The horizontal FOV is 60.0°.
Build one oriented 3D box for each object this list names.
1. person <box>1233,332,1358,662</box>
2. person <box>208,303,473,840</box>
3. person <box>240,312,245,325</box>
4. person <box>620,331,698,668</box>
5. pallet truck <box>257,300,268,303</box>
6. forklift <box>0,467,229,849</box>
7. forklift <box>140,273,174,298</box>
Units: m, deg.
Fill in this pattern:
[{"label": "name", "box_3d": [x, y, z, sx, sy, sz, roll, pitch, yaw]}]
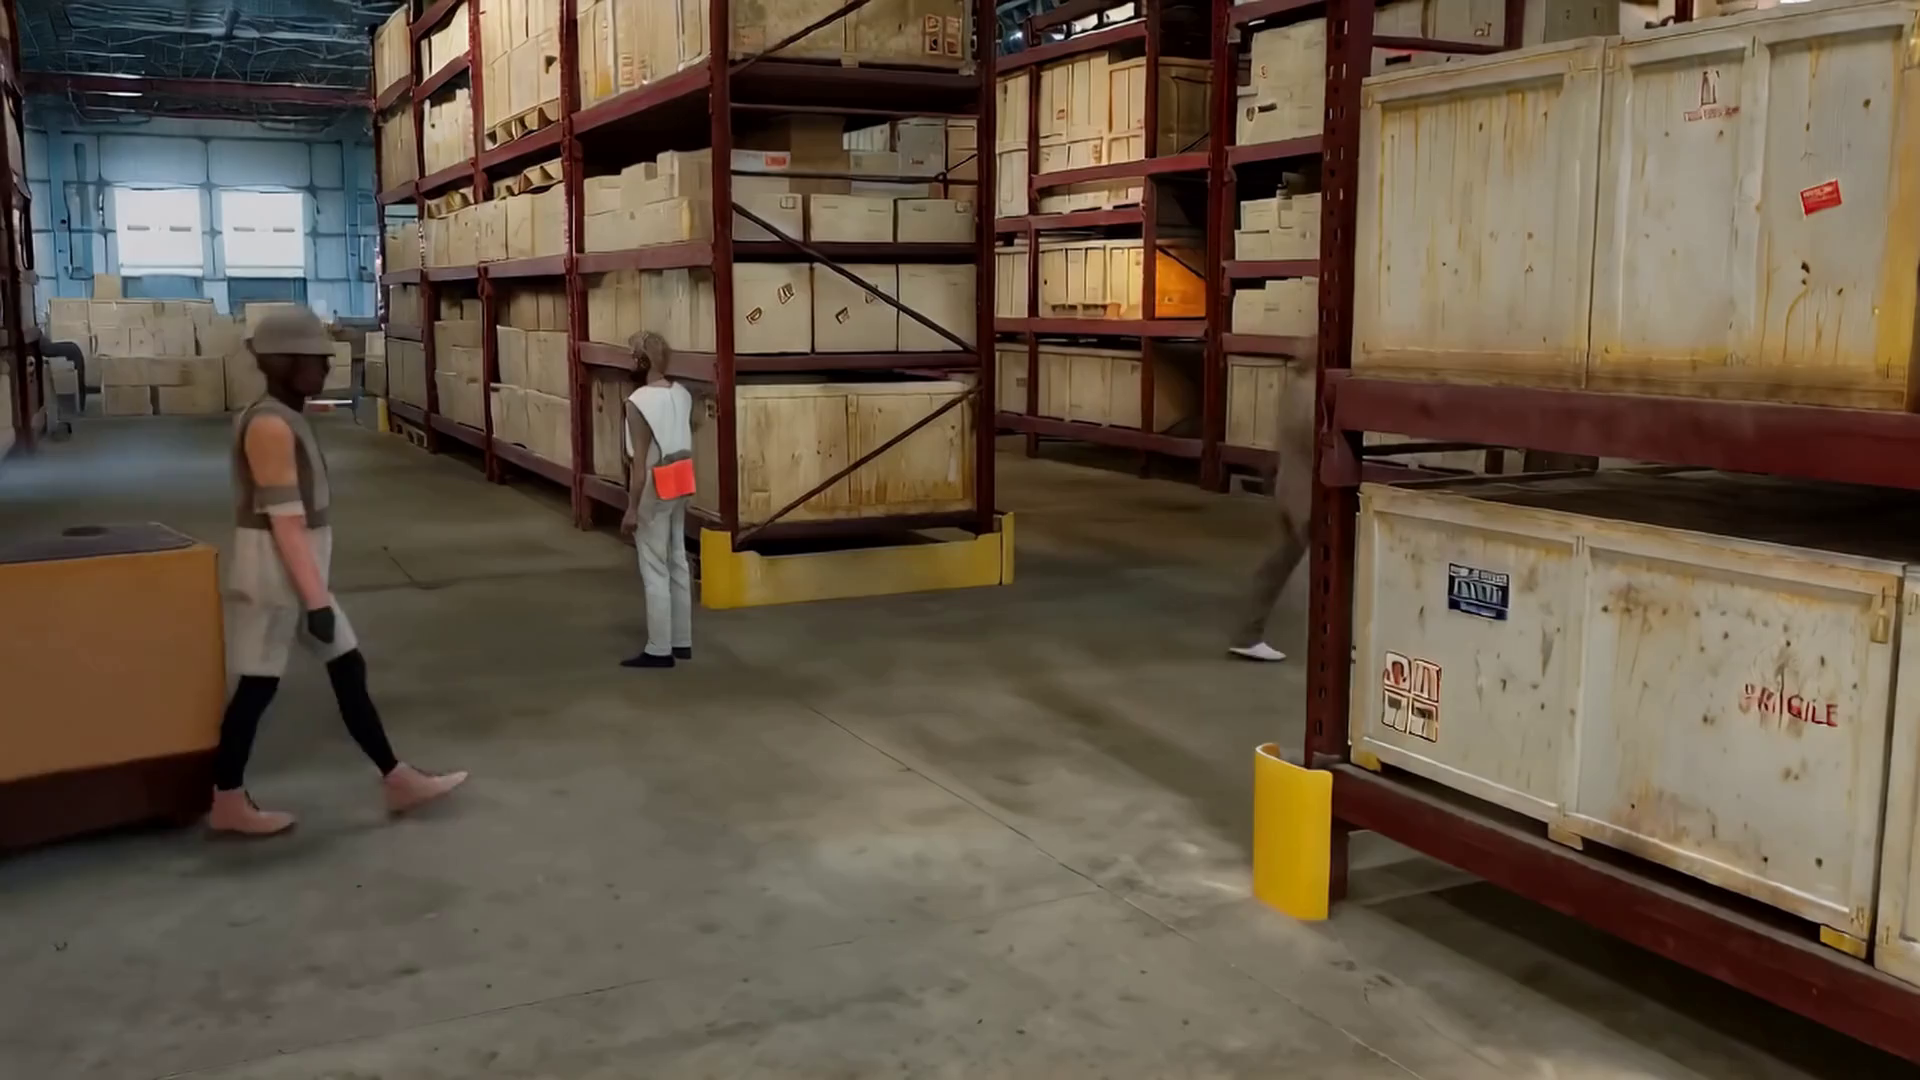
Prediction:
[{"label": "person", "box_3d": [1.979, -0.225, 9.158, 0.986, 1.852, 0.664, -1, 8, -6]}, {"label": "person", "box_3d": [-2.362, 0.135, 6.185, 1.024, 1.990, 0.629, -2, 8, -12]}, {"label": "person", "box_3d": [-23.920, -6.880, 55.872, 0.341, 1.613, 0.660, 2, 8, 12]}, {"label": "person", "box_3d": [-1.652, -0.217, 9.130, 0.389, 1.847, 0.567, 3, 9, 18]}, {"label": "pallet truck", "box_3d": [-23.913, -7.404, 58.171, 1.885, 1.965, 0.823, -1, 8, -9]}, {"label": "forklift", "box_3d": [-3.808, -0.285, 6.052, 1.873, 2.768, 1.129, -6, 10, -36]}, {"label": "forklift", "box_3d": [-25.382, -7.057, 52.754, 1.873, 2.768, 1.129, 6, 10, 36]}]
